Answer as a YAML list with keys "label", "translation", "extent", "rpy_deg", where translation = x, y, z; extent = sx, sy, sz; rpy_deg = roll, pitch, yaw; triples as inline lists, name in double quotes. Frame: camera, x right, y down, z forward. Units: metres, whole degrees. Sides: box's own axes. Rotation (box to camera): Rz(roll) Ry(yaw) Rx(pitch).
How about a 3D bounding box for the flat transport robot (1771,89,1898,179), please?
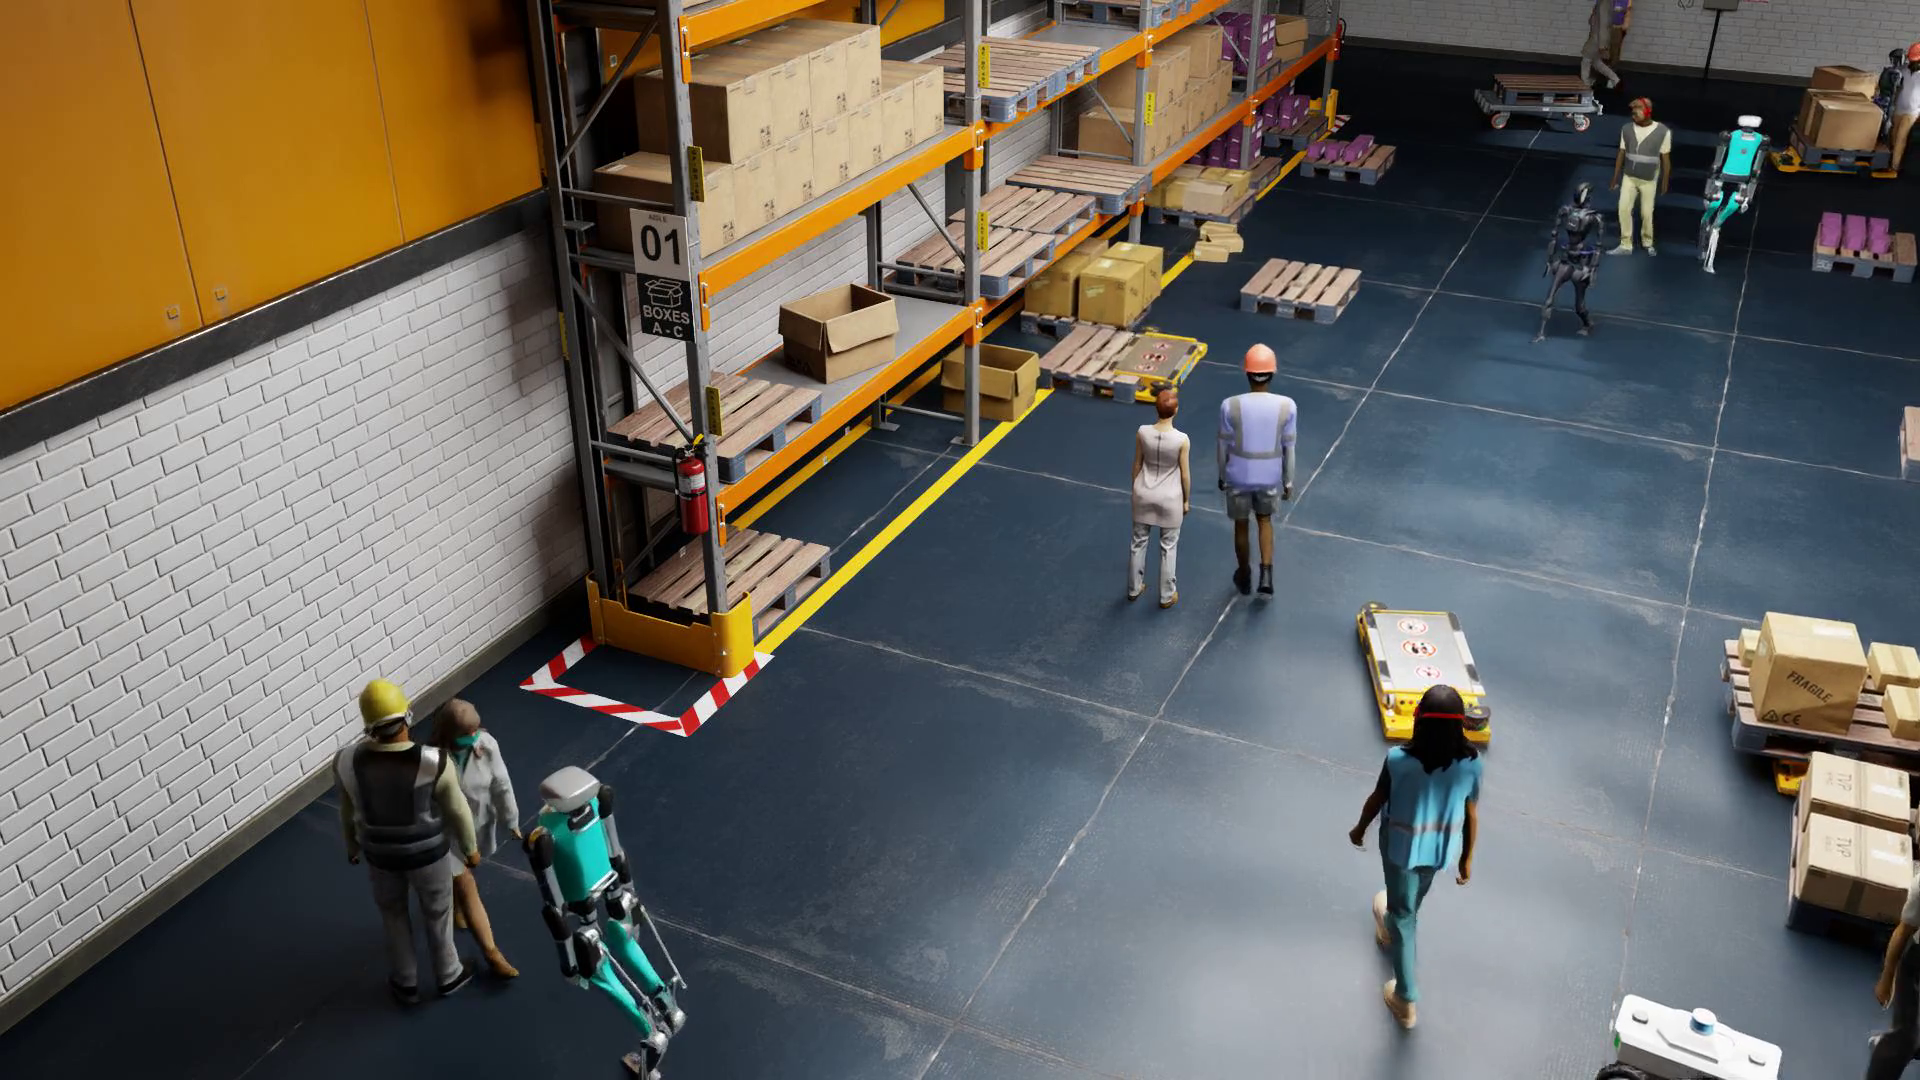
- label: "flat transport robot"
  translation: [11.563, -5.002, 22.004]
  extent: [1.431, 0.231, 0.659]
  rpy_deg: [7, 29, 13]

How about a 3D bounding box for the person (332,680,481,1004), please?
- label: "person"
  translation: [-2.746, 1.518, 8.288]
  extent: [0.665, 1.814, 0.442]
  rpy_deg: [-2, 28, -3]

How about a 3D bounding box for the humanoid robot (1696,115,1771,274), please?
- label: "humanoid robot"
  translation: [8.438, -3.848, 18.400]
  extent: [0.565, 1.836, 0.809]
  rpy_deg: [4, 29, 7]

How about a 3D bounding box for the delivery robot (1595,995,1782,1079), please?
- label: "delivery robot"
  translation: [3.444, 2.459, 7.849]
  extent: [0.769, 0.577, 0.499]
  rpy_deg: [16, 32, 27]

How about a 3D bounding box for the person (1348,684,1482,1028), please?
- label: "person"
  translation: [2.245, 1.486, 8.334]
  extent: [0.532, 1.830, 0.914]
  rpy_deg: [-2, 28, -5]

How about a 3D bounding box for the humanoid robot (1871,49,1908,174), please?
- label: "humanoid robot"
  translation: [12.003, -5.548, 21.576]
  extent: [0.754, 1.628, 0.594]
  rpy_deg: [6, 29, 11]

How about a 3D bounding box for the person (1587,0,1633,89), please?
- label: "person"
  translation: [10.150, -8.028, 25.878]
  extent: [0.527, 1.924, 0.426]
  rpy_deg: [19, 34, 31]

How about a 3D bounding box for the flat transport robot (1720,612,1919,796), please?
- label: "flat transport robot"
  translation: [5.458, 1.191, 10.521]
  extent: [0.659, 0.231, 1.431]
  rpy_deg: [8, 29, 15]

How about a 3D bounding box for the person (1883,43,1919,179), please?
- label: "person"
  translation: [12.329, -5.630, 21.659]
  extent: [0.807, 1.710, 0.582]
  rpy_deg: [-22, 35, -35]

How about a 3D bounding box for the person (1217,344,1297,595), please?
- label: "person"
  translation: [2.094, -0.458, 11.853]
  extent: [0.547, 1.912, 0.500]
  rpy_deg: [0, 28, 0]

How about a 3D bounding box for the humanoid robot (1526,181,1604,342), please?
- label: "humanoid robot"
  translation: [6.048, -2.715, 16.355]
  extent: [0.812, 1.634, 0.608]
  rpy_deg: [-20, 34, -33]

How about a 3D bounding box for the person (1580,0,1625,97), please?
- label: "person"
  translation: [9.723, -7.557, 25.126]
  extent: [0.726, 1.804, 0.504]
  rpy_deg: [17, 33, 28]

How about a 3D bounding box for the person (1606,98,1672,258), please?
- label: "person"
  translation: [7.671, -4.059, 18.646]
  extent: [0.588, 1.806, 0.628]
  rpy_deg: [-24, 37, -37]

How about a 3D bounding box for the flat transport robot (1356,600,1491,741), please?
- label: "flat transport robot"
  translation: [3.083, 0.860, 11.133]
  extent: [0.659, 0.231, 1.431]
  rpy_deg: [2, 28, 4]

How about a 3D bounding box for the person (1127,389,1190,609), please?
- label: "person"
  translation: [1.413, -0.292, 11.813]
  extent: [0.431, 1.650, 0.283]
  rpy_deg: [11, 30, 19]

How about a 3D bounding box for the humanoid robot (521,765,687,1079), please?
- label: "humanoid robot"
  translation: [-1.525, 1.888, 7.685]
  extent: [0.787, 1.788, 0.543]
  rpy_deg: [13, 31, 23]

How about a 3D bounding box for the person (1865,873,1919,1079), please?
- label: "person"
  translation: [4.403, 1.947, 7.480]
  extent: [0.548, 1.823, 0.442]
  rpy_deg: [-1, 28, -2]

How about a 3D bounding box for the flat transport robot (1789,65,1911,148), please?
- label: "flat transport robot"
  translation: [12.549, -5.782, 23.449]
  extent: [1.431, 0.231, 0.659]
  rpy_deg: [22, 35, 35]

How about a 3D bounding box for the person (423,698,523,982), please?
- label: "person"
  translation: [-2.542, 1.478, 8.567]
  extent: [0.501, 1.590, 0.909]
  rpy_deg: [-22, 35, -35]

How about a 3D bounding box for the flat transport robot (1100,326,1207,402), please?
- label: "flat transport robot"
  translation: [1.860, -1.667, 15.819]
  extent: [0.659, 0.231, 1.431]
  rpy_deg: [11, 30, 19]
